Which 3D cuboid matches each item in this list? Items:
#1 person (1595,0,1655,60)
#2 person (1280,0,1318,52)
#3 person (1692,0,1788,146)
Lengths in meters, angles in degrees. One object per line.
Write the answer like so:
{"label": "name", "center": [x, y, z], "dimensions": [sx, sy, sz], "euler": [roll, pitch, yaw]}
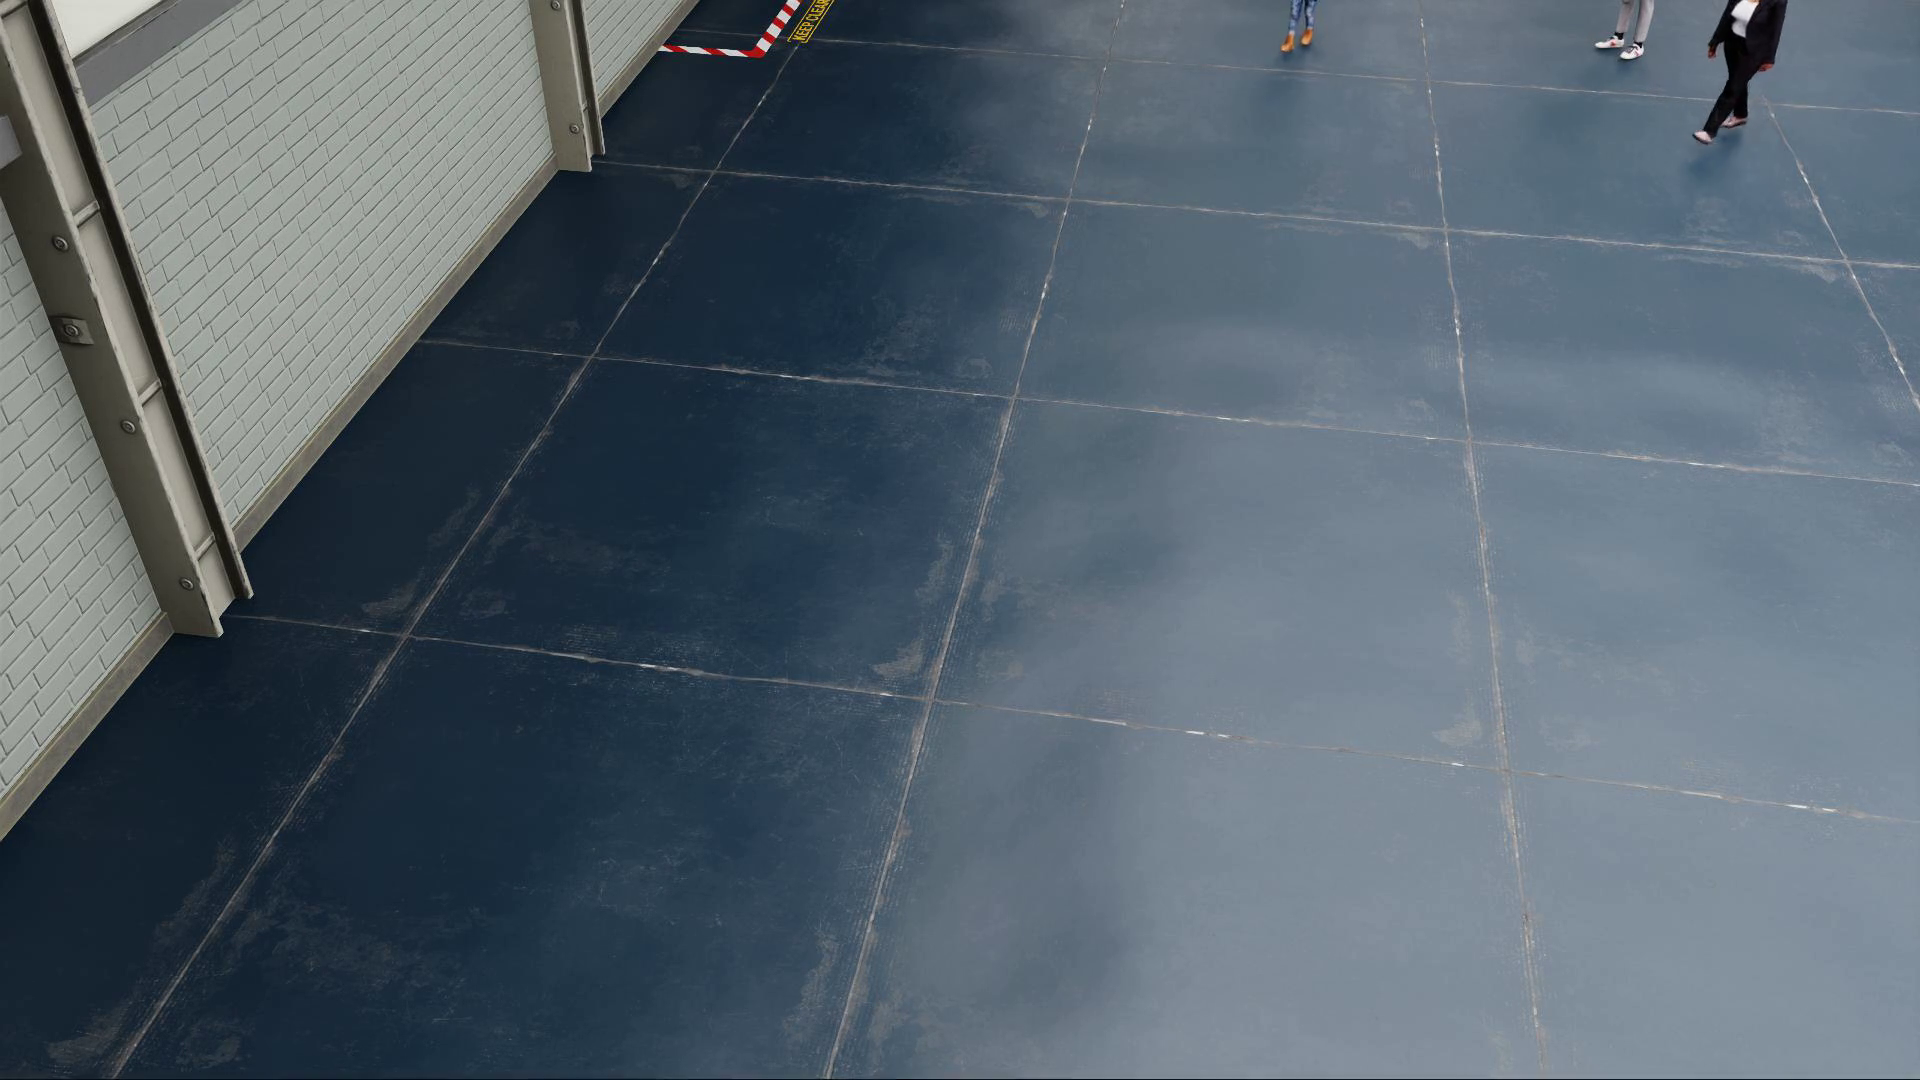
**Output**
{"label": "person", "center": [6.398, -5.473, 15.418], "dimensions": [0.858, 1.959, 0.766], "euler": [-18, 41, -21]}
{"label": "person", "center": [3.319, -5.294, 15.774], "dimensions": [0.660, 1.236, 0.814], "euler": [21, 43, 25]}
{"label": "person", "center": [6.680, -4.144, 14.034], "dimensions": [1.150, 1.569, 1.118], "euler": [-21, 43, -25]}
